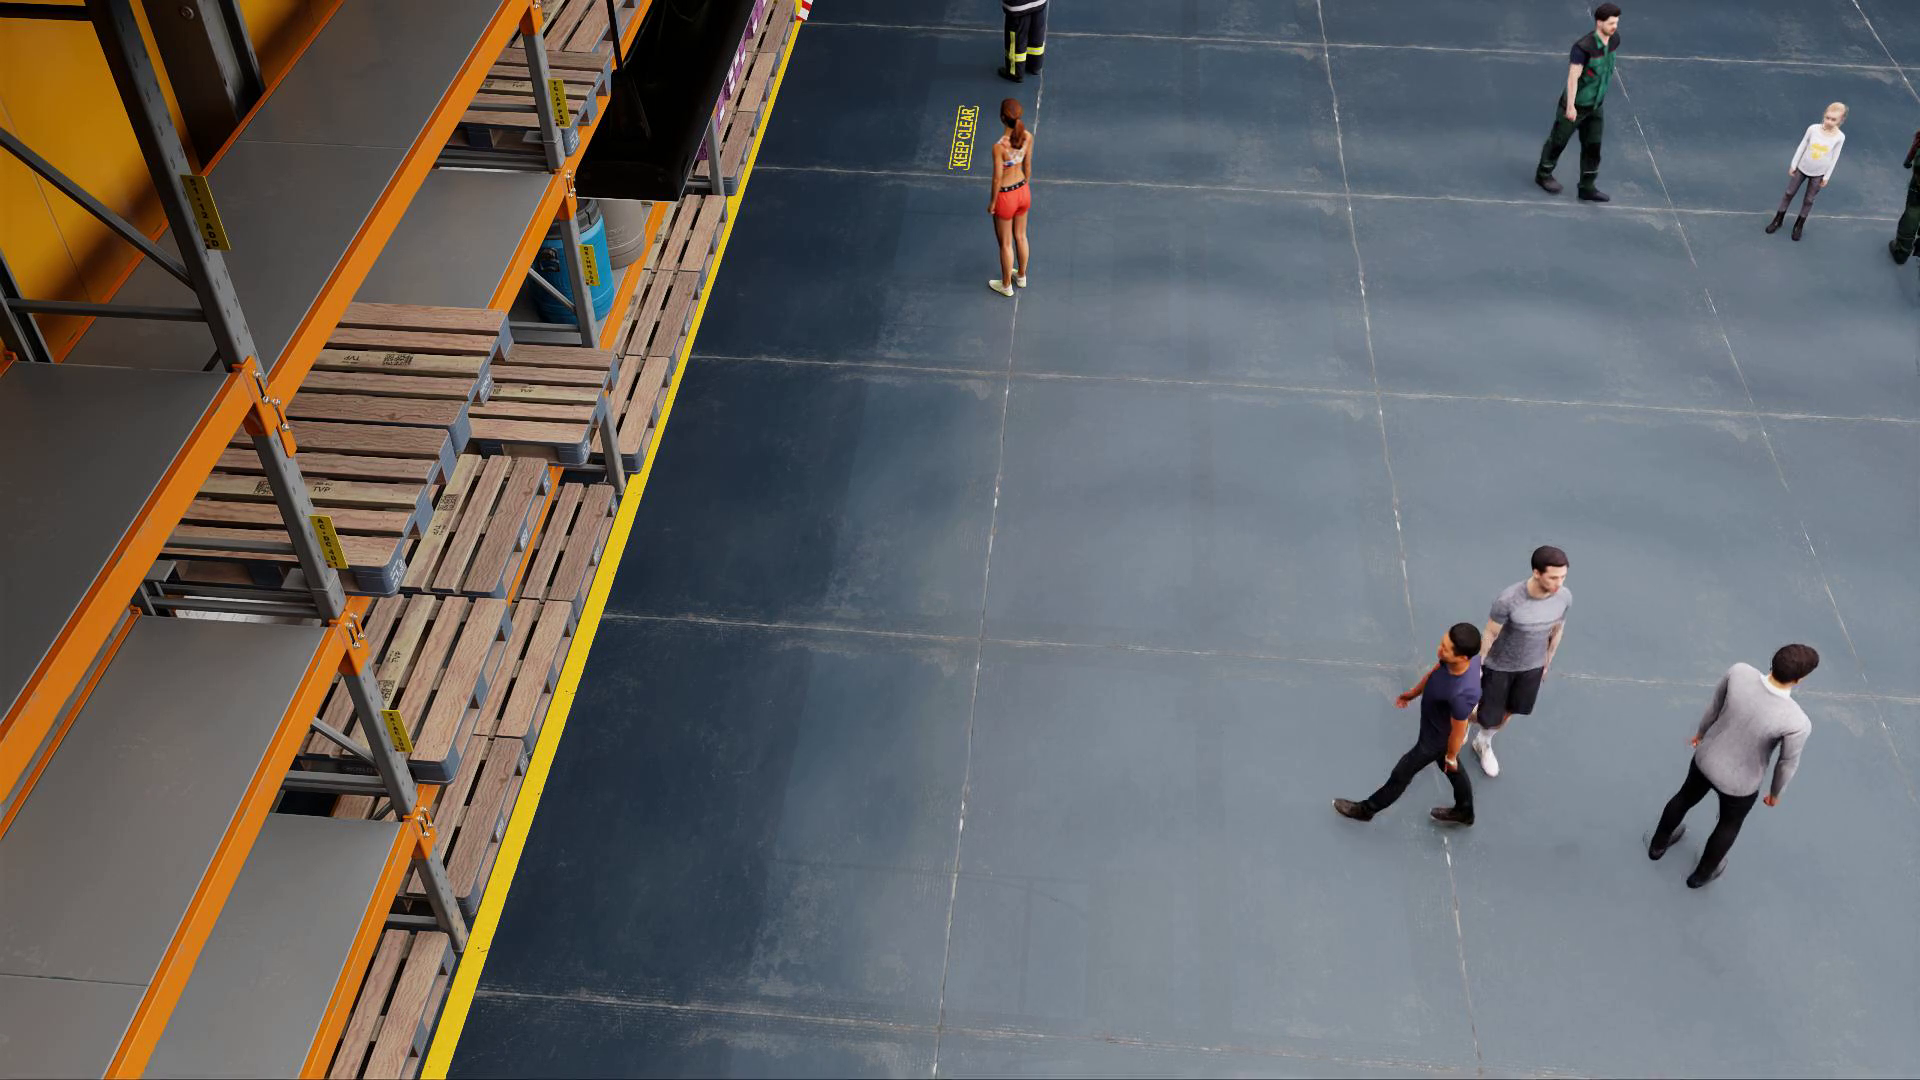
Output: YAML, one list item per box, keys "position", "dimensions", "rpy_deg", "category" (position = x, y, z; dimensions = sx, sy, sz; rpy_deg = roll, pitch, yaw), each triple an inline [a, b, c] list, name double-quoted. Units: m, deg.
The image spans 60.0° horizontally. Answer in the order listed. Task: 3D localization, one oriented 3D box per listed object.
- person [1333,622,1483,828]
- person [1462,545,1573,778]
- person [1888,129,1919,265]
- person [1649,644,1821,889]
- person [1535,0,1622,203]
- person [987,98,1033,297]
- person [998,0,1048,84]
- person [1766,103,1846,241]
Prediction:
- position: [2.922, 1.129, 9.797]
  dimensions: [0.824, 1.743, 1.083]
  rpy_deg: [9, 44, 9]
  category: "person"
- position: [3.346, 0.672, 10.193]
  dimensions: [0.777, 1.858, 0.865]
  rpy_deg: [-6, 44, -6]
  category: "person"
- position: [8.368, -3.130, 14.209]
  dimensions: [0.704, 1.824, 0.719]
  rpy_deg: [9, 44, 9]
  category: "person"
- position: [4.399, 1.288, 9.506]
  dimensions: [0.898, 1.914, 0.785]
  rpy_deg: [-24, 48, -23]
  category: "person"
- position: [5.574, -4.018, 15.103]
  dimensions: [1.049, 1.875, 1.146]
  rpy_deg: [-23, 48, -23]
  category: "person"
- position: [0.426, -2.869, 13.960]
  dimensions: [0.666, 1.789, 0.723]
  rpy_deg: [-29, 51, -27]
  category: "person"
- position: [0.641, -5.583, 16.669]
  dimensions: [0.853, 1.983, 0.919]
  rpy_deg: [-31, 52, -28]
  category: "person"
- position: [7.569, -3.296, 14.779]
  dimensions: [0.574, 1.279, 0.610]
  rpy_deg: [25, 49, 24]
  category: "person"
